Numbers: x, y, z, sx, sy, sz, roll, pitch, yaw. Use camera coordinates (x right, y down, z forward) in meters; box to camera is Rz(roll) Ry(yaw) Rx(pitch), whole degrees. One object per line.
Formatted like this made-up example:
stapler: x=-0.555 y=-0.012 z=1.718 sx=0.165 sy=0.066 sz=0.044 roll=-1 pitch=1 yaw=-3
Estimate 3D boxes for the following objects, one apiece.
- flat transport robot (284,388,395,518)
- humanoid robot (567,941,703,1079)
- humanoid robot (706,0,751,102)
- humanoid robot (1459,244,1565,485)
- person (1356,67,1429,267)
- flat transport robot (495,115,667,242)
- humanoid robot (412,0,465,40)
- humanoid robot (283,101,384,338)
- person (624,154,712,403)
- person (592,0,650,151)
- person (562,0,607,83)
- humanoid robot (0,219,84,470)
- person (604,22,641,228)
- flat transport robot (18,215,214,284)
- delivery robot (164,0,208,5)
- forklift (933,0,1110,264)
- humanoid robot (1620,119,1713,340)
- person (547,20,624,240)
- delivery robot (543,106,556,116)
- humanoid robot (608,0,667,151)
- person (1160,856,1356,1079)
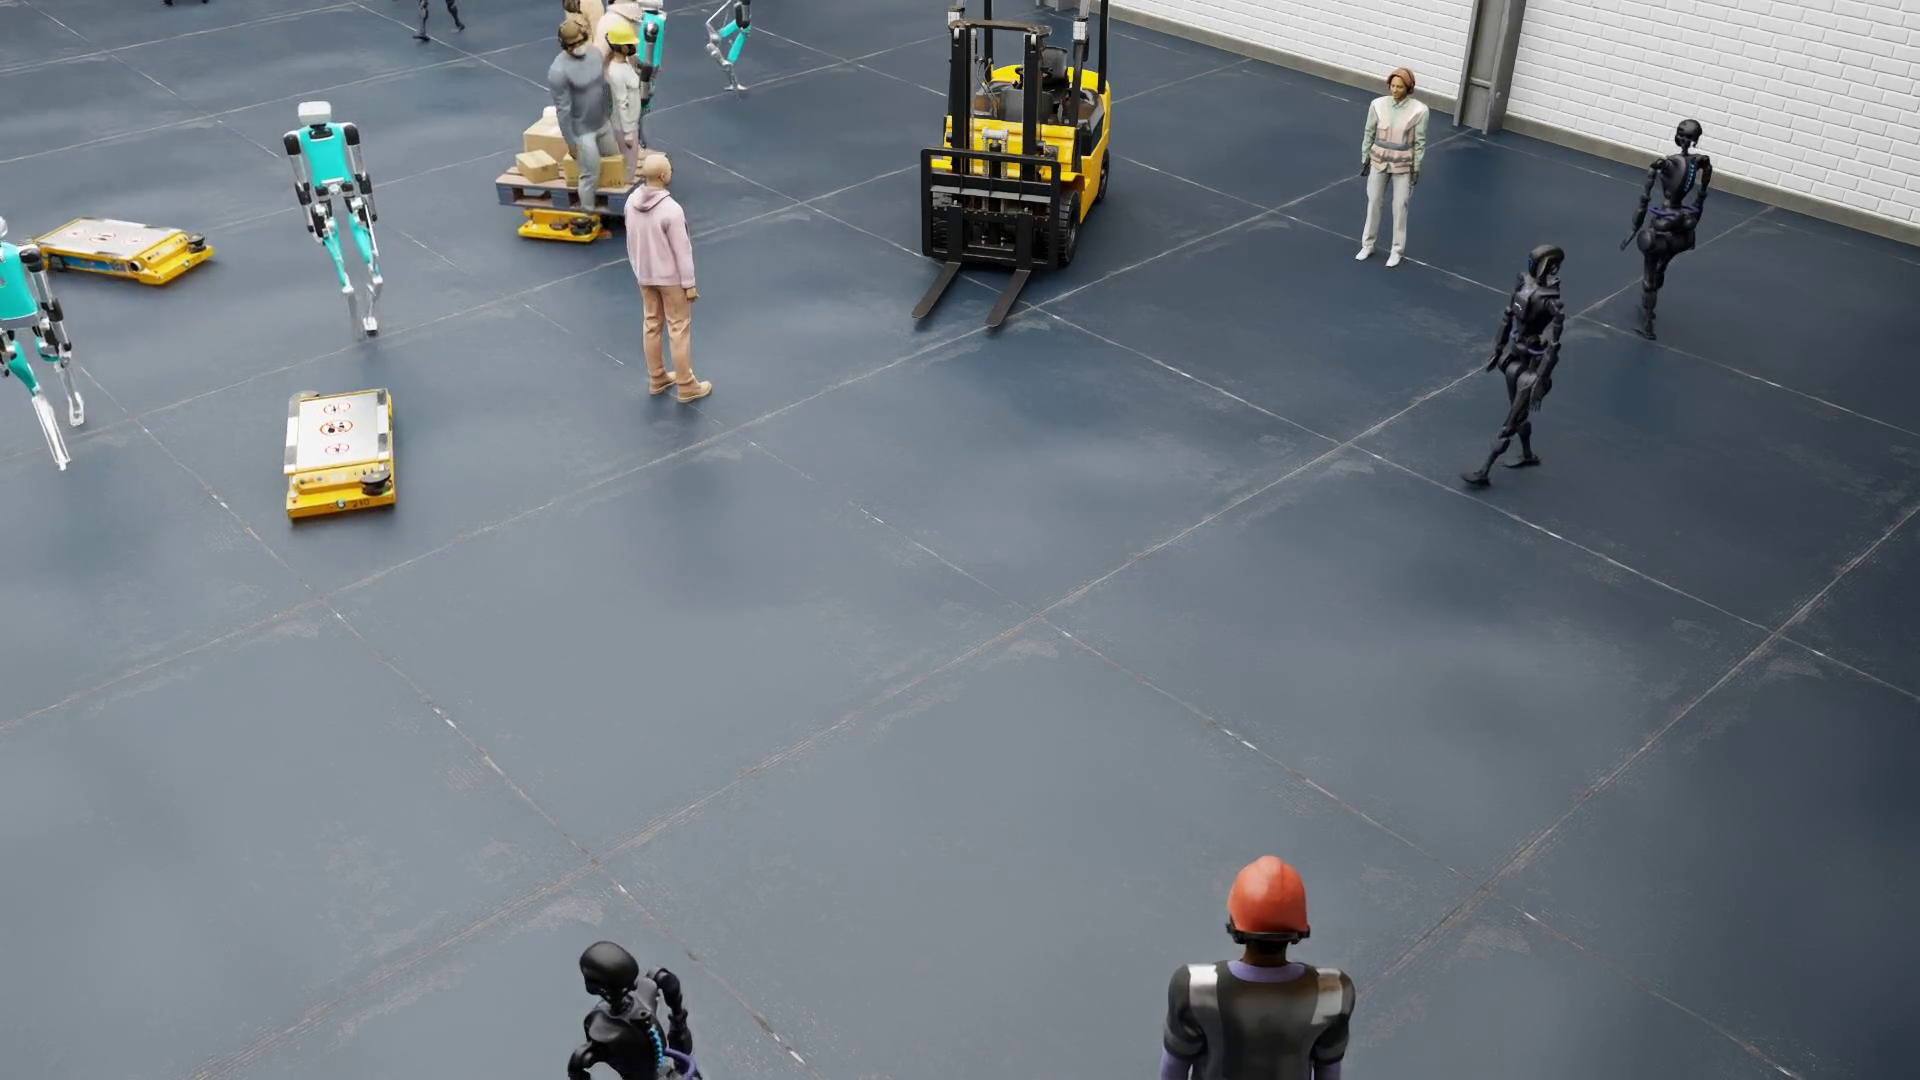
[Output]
flat transport robot: x=-4.142 y=-0.621 z=11.127 sx=0.659 sy=0.231 sz=1.431 roll=-9 pitch=34 yaw=-14
humanoid robot: x=-1.014 y=2.019 z=5.783 sx=0.581 sy=1.638 sz=0.588 roll=17 pitch=37 yaw=24
humanoid robot: x=-2.375 y=-5.346 z=17.137 sx=0.766 sy=1.884 sz=0.544 roll=-3 pitch=33 yaw=-5
humanoid robot: x=3.568 y=-1.129 z=10.636 sx=0.713 sy=1.631 sz=0.600 roll=-10 pitch=34 yaw=-14
person: x=3.531 y=-3.058 z=13.621 sx=0.519 sy=1.633 sz=0.316 roll=19 pitch=37 yaw=26
flat transport robot: x=-3.326 y=-3.018 z=14.812 sx=0.659 sy=0.231 sz=1.431 roll=7 pitch=34 yaw=11
humanoid robot: x=-6.057 y=-6.557 z=19.003 sx=0.612 sy=1.620 sz=0.774 roll=9 pitch=34 yaw=14
humanoid robot: x=-4.586 y=-2.266 z=12.413 sx=0.543 sy=1.902 sz=0.724 roll=-14 pitch=35 yaw=-20
person: x=-2.065 y=-1.808 z=11.562 sx=0.536 sy=1.781 sz=0.400 roll=20 pitch=38 yaw=27
person: x=-3.106 y=-4.252 z=15.258 sx=0.568 sy=1.843 sz=0.805 roll=13 pitch=35 yaw=19
person: x=-3.498 y=-4.574 z=15.733 sx=0.391 sy=1.874 sz=0.566 roll=-27 pitch=42 yaw=-35
humanoid robot: x=-6.142 y=-1.398 z=11.007 sx=0.528 sy=1.773 sz=0.965 roll=-11 pitch=35 yaw=-16
person: x=-2.827 y=-3.556 z=14.266 sx=0.314 sy=1.767 sz=0.534 roll=-3 pitch=33 yaw=-5
flat transport robot: x=-7.063 y=-2.424 z=13.899 sx=1.431 sy=0.231 sz=0.659 roll=10 pitch=34 yaw=15
delivery robot: x=-9.626 y=-6.960 z=20.619 sx=0.499 sy=0.606 sz=0.790 roll=-10 pitch=34 yaw=-15
forklift: x=0.570 y=-3.725 z=14.138 sx=1.214 sy=2.155 sz=2.313 roll=9 pitch=34 yaw=13
humanoid robot: x=5.290 y=-2.364 z=12.525 sx=0.584 sy=1.642 sz=0.535 roll=-7 pitch=34 yaw=-11
person: x=-3.166 y=-3.463 z=14.005 sx=0.461 sy=1.902 sz=0.724 roll=15 pitch=36 yaw=22
delivery robot: x=-3.721 y=-3.924 z=15.958 sx=0.499 sy=0.612 sz=0.816 roll=-19 pitch=37 yaw=-26
humanoid robot: x=-3.072 y=-4.115 z=15.187 sx=0.948 sy=1.760 sz=0.572 roll=3 pitch=33 yaw=5
person: x=0.967 y=1.886 z=5.666 sx=0.601 sy=2.034 sz=0.414 roll=1 pitch=33 yaw=1
